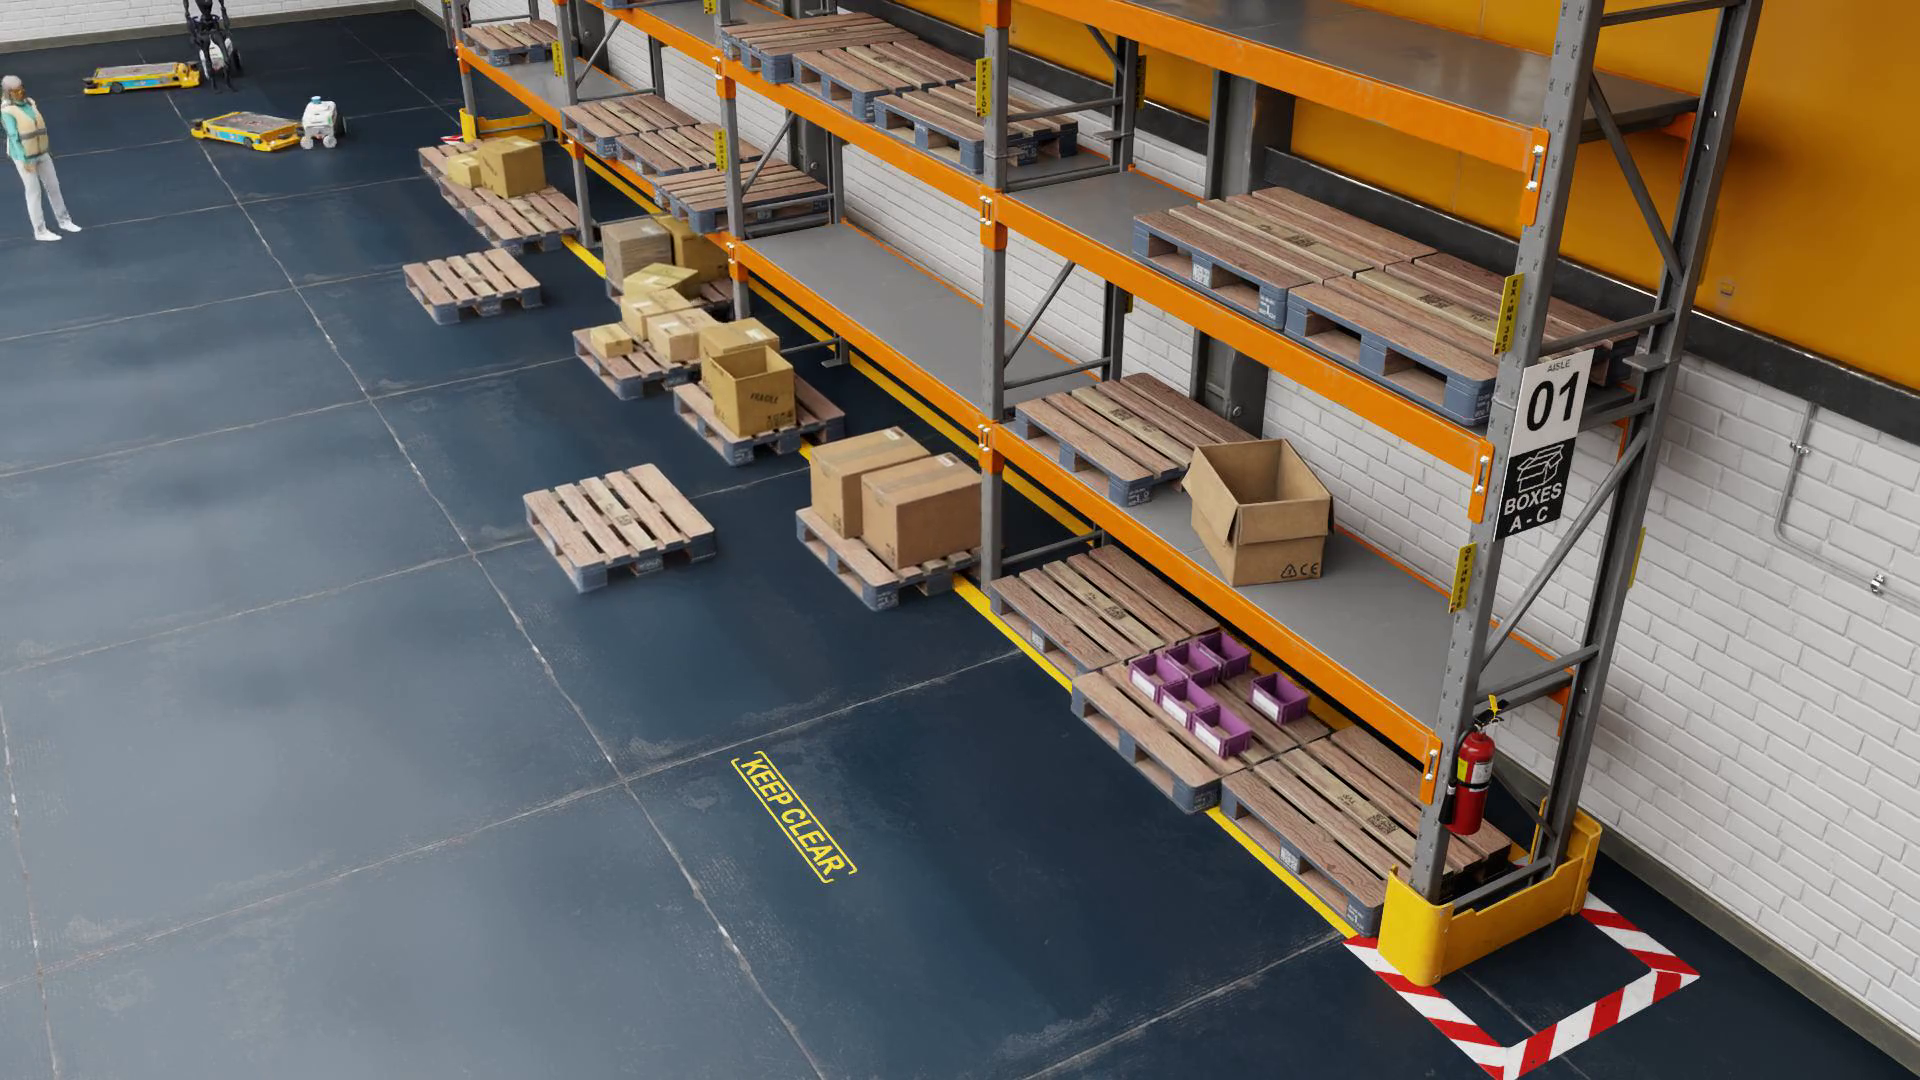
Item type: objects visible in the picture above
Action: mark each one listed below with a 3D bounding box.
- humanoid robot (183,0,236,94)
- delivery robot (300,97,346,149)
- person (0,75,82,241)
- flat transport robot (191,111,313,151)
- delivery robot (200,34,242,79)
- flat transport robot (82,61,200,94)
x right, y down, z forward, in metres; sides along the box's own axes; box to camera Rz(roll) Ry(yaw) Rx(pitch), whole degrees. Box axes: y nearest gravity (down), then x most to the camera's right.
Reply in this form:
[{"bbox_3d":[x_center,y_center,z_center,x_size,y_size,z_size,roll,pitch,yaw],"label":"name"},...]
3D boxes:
[{"bbox_3d":[-10.044,-6.808,22.224,0.586,1.641,0.396,-26,38,-37],"label":"humanoid robot"},{"bbox_3d":[-7.862,-5.141,20.417,0.529,0.594,0.766,-7,30,-12],"label":"delivery robot"},{"bbox_3d":[-9.571,-3.945,17.149,0.388,1.703,0.493,6,30,11],"label":"person"},{"bbox_3d":[-8.767,-5.062,20.568,1.431,0.231,0.659,16,33,26],"label":"flat transport robot"},{"bbox_3d":[-10.440,-6.820,23.400,0.499,0.613,0.796,-7,30,-12],"label":"delivery robot"},{"bbox_3d":[-11.222,-6.340,22.825,1.431,0.231,0.659,-11,31,-18],"label":"flat transport robot"}]
